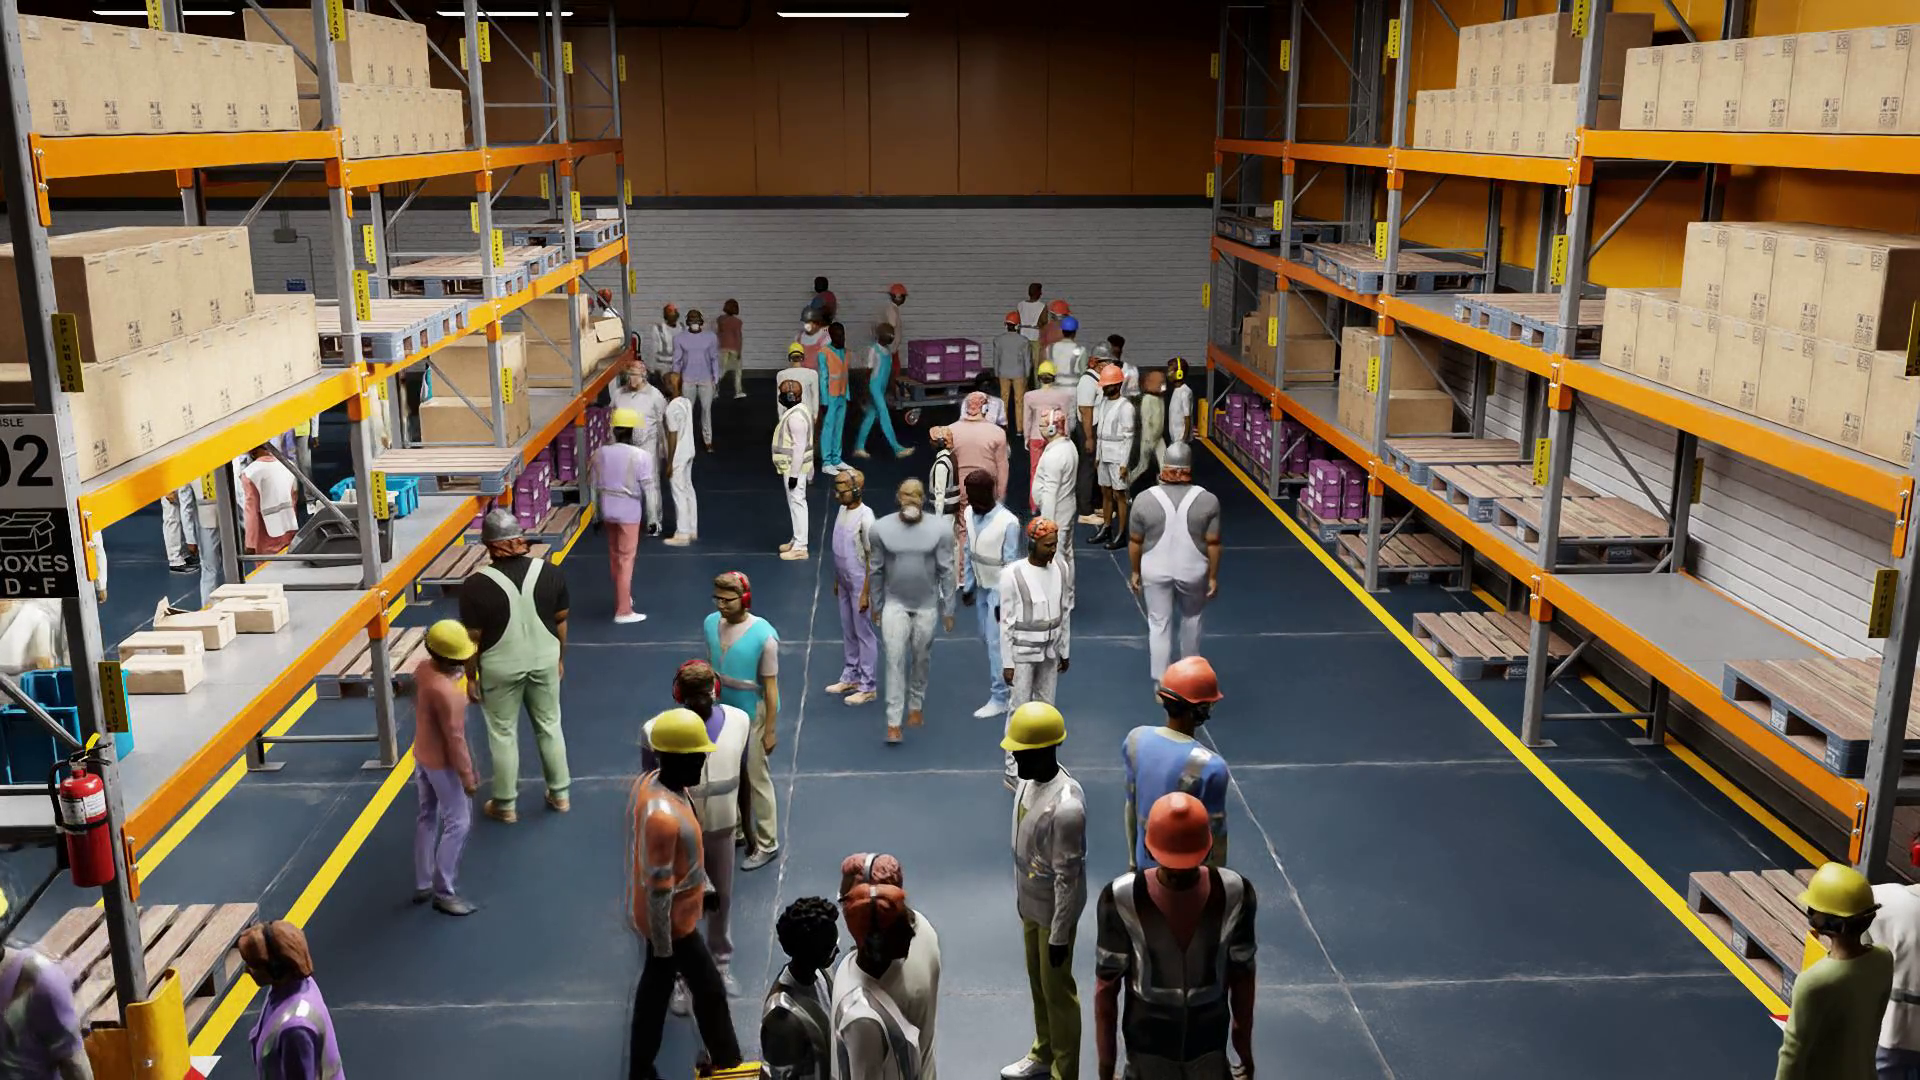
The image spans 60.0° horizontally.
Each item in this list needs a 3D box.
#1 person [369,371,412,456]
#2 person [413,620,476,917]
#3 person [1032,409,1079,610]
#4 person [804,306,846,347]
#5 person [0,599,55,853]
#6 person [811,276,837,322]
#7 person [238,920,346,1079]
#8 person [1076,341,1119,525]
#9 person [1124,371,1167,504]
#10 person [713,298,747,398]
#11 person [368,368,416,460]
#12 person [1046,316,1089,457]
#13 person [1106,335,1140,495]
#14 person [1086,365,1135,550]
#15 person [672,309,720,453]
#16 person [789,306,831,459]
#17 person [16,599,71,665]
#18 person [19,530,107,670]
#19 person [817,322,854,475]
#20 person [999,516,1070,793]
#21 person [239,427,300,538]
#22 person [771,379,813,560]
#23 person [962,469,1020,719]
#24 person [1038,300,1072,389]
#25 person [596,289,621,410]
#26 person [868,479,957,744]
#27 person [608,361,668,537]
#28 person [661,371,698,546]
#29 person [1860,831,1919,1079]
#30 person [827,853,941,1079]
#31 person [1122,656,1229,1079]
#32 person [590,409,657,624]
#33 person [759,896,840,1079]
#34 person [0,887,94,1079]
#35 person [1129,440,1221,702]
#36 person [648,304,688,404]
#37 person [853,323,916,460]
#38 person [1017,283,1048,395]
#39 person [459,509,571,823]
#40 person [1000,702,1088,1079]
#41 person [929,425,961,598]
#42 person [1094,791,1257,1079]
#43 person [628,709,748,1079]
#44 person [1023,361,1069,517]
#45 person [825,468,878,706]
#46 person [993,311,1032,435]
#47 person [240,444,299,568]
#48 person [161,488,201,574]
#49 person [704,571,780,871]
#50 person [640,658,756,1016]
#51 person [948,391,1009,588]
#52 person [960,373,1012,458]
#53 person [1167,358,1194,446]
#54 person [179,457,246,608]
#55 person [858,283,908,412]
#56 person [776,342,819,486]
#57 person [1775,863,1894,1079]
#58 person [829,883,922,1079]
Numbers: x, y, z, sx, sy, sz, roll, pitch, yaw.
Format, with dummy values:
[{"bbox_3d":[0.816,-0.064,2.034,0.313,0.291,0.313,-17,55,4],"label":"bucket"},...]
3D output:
[{"bbox_3d":[-6.611,-1.271,19.387,0.864,1.703,0.568,9,17,32],"label":"person"},{"bbox_3d":[-2.920,1.262,9.418,0.337,1.726,0.602,-9,17,-33],"label":"person"},{"bbox_3d":[0.838,-0.230,14.924,0.397,1.899,0.638,4,15,15],"label":"person"},{"bbox_3d":[-1.955,-2.485,23.986,0.635,1.777,1.000,-1,14,-2],"label":"person"},{"bbox_3d":[-5.740,1.027,10.116,0.600,1.818,0.559,0,14,1],"label":"person"},{"bbox_3d":[-2.289,-3.476,27.763,0.429,1.841,0.634,6,15,22],"label":"person"},{"bbox_3d":[-2.407,2.147,6.108,0.314,1.630,0.528,-7,16,-24],"label":"person"},{"bbox_3d":[1.563,-1.200,18.431,0.535,2.000,0.681,7,16,25],"label":"person"},{"bbox_3d":[2.181,-1.163,19.176,0.786,1.606,0.501,10,17,34],"label":"person"},{"bbox_3d":[-3.692,-3.033,26.472,0.500,1.614,0.662,8,16,28],"label":"person"},{"bbox_3d":[-6.947,-1.653,20.208,0.777,2.000,0.535,6,16,24],"label":"person"},{"bbox_3d":[1.365,-1.938,21.560,0.623,1.923,0.768,9,17,32],"label":"person"},{"bbox_3d":[1.806,-1.462,19.656,0.633,1.934,0.617,2,14,10],"label":"person"},{"bbox_3d":[1.576,-0.865,17.324,0.362,1.936,0.542,-8,17,-30],"label":"person"},{"bbox_3d":[-3.527,-2.125,22.265,0.636,1.936,0.355,-3,15,-13],"label":"person"},{"bbox_3d":[-2.003,-2.097,21.949,0.702,2.000,0.920,8,17,30],"label":"person"},{"bbox_3d":[-7.511,0.138,13.453,0.391,1.911,0.582,10,17,34],"label":"person"},{"bbox_3d":[-6.803,0.345,12.602,0.635,1.932,0.363,-7,16,-27],"label":"person"},{"bbox_3d":[-1.586,-1.804,21.044,0.395,1.919,0.590,8,17,30],"label":"person"},{"bbox_3d":[0.508,0.758,11.071,0.585,1.878,0.362,-11,18,-37],"label":"person"},{"bbox_3d":[-6.635,-0.531,16.009,0.547,1.937,0.379,-1,14,-6],"label":"person"},{"bbox_3d":[-1.706,-0.724,16.957,0.429,1.842,0.634,-1,14,-5],"label":"person"},{"bbox_3d":[0.337,0.356,12.646,0.713,1.882,0.614,-9,17,-31],"label":"person"},{"bbox_3d":[1.306,-2.323,22.971,0.449,1.979,0.614,-5,15,-20],"label":"person"},{"bbox_3d":[-5.345,-2.878,25.327,0.339,1.883,0.584,0,14,-1],"label":"person"},{"bbox_3d":[-0.343,0.518,11.957,0.641,1.902,0.912,0,14,-1],"label":"person"},{"bbox_3d":[-3.446,-0.971,17.828,0.694,1.895,0.401,4,15,14],"label":"person"},{"bbox_3d":[-2.955,-0.853,17.462,0.329,1.842,0.515,4,15,14],"label":"person"},{"bbox_3d":[3.721,1.951,6.463,0.561,1.838,0.391,7,16,26],"label":"person"},{"bbox_3d":[-0.285,2.029,6.054,0.399,1.897,0.652,3,15,11],"label":"person"},{"bbox_3d":[1.028,1.523,7.759,0.403,2.034,0.609,-11,18,-37],"label":"person"},{"bbox_3d":[-3.031,-0.216,14.910,0.610,1.888,0.662,5,15,20],"label":"person"},{"bbox_3d":[-0.578,2.105,6.157,0.320,1.694,0.533,3,15,12],"label":"person"},{"bbox_3d":[-3.446,2.053,5.991,0.606,1.870,1.014,5,15,18],"label":"person"},{"bbox_3d":[1.668,0.195,12.955,0.704,2.000,0.804,2,14,7],"label":"person"},{"bbox_3d":[-4.112,-2.472,23.876,0.660,1.824,1.013,-11,18,-36],"label":"person"},{"bbox_3d":[-1.006,-1.936,21.829,0.959,1.783,0.565,5,15,19],"label":"person"},{"bbox_3d":[1.162,-3.180,26.590,0.570,1.843,0.372,10,17,34],"label":"person"},{"bbox_3d":[-2.860,0.776,10.672,0.699,2.000,0.535,-9,17,-31],"label":"person"},{"bbox_3d":[0.373,1.641,7.522,0.398,1.920,0.586,-4,15,-15],"label":"person"},{"bbox_3d":[-0.143,-0.267,15.589,0.313,1.634,0.514,3,15,10],"label":"person"},{"bbox_3d":[0.817,1.894,6.313,0.615,2.031,0.403,-1,14,-3],"label":"person"},{"bbox_3d":[-1.161,1.660,7.478,0.807,1.898,0.607,-3,15,-13],"label":"person"},{"bbox_3d":[0.968,-1.129,18.703,0.530,1.766,0.318,3,15,10],"label":"person"},{"bbox_3d":[-0.819,0.349,12.744,0.346,1.844,0.507,-9,17,-32],"label":"person"},{"bbox_3d":[0.746,-2.356,23.540,0.561,1.752,0.324,5,15,18],"label":"person"},{"bbox_3d":[-5.859,-0.048,14.179,0.405,1.909,0.597,4,15,14],"label":"person"},{"bbox_3d":[-7.751,-0.579,16.411,0.404,1.832,0.589,-4,15,-15],"label":"person"},{"bbox_3d":[-1.292,1.060,9.972,0.569,1.835,0.387,12,18,39],"label":"person"},{"bbox_3d":[-1.319,1.462,8.385,0.570,1.843,0.377,-7,16,-27],"label":"person"},{"bbox_3d":[0.161,-0.467,15.839,0.643,1.901,0.400,5,15,18],"label":"person"},{"bbox_3d":[0.294,-1.030,18.513,0.549,1.646,0.853,-6,16,-23],"label":"person"},{"bbox_3d":[2.403,-1.074,18.287,0.309,1.864,0.535,-1,14,-2],"label":"person"},{"bbox_3d":[-6.436,-0.098,14.377,0.402,1.908,0.598,8,16,29],"label":"person"},{"bbox_3d":[-1.175,-2.950,25.499,0.797,1.957,0.646,0,14,-1],"label":"person"},{"bbox_3d":[-1.977,-1.536,20.340,0.522,1.752,0.375,0,14,-2],"label":"person"},{"bbox_3d":[3.233,2.047,6.245,0.525,1.762,0.340,-8,16,-27],"label":"person"},{"bbox_3d":[-0.283,2.086,5.843,0.355,1.884,0.576,-1,14,-4],"label":"person"}]
